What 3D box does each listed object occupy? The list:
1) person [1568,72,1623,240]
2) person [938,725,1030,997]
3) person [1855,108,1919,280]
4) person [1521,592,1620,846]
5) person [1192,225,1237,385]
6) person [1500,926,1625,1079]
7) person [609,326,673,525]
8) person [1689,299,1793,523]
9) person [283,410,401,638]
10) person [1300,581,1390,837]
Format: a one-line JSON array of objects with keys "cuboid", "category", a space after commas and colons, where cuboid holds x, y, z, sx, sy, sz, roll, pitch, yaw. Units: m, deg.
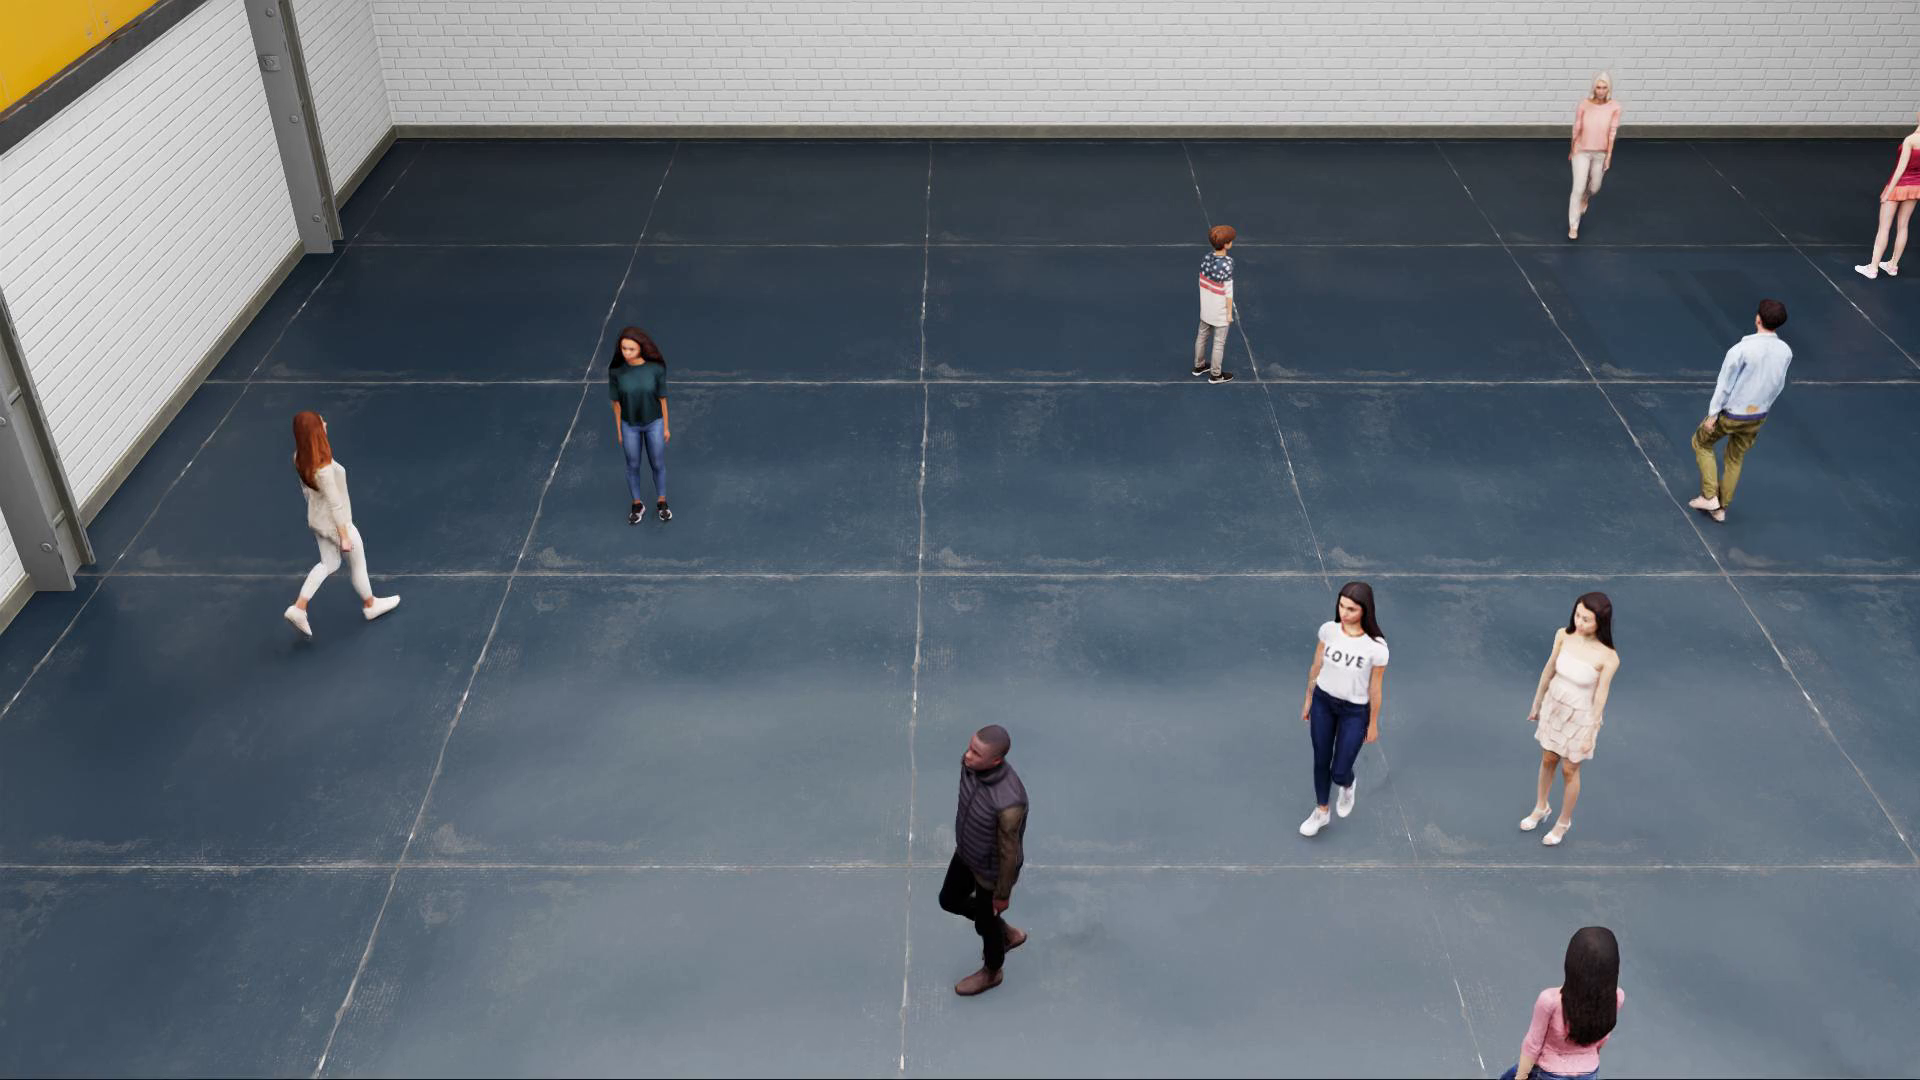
[{"cuboid": [6.513, -4.010, 17.150, 0.741, 1.702, 1.013, 8, 35, 12], "category": "person"}, {"cuboid": [0.212, 1.628, 8.556, 0.929, 1.826, 0.826, -15, 36, -21], "category": "person"}, {"cuboid": [9.196, -3.417, 16.213, 0.619, 1.752, 0.608, -8, 34, -12], "category": "person"}, {"cuboid": [3.513, 1.030, 9.539, 0.716, 1.734, 0.623, -20, 39, -27], "category": "person"}, {"cuboid": [2.226, -2.064, 14.460, 0.656, 1.439, 0.575, -22, 40, -30], "category": "person"}, {"cuboid": [2.690, 2.452, 7.407, 0.629, 1.726, 0.771, -2, 34, -3], "category": "person"}, {"cuboid": [-2.391, -0.881, 12.521, 0.623, 1.615, 0.618, -4, 34, -6], "category": "person"}, {"cuboid": [5.849, -0.906, 12.390, 0.731, 1.802, 0.675, -5, 34, -7], "category": "person"}, {"cuboid": [-4.323, -0.075, 11.238, 1.004, 1.694, 1.086, 27, 42, 34], "category": "person"}, {"cuboid": [2.244, 0.962, 9.614, 0.783, 1.764, 0.844, 25, 41, 32], "category": "person"}]
